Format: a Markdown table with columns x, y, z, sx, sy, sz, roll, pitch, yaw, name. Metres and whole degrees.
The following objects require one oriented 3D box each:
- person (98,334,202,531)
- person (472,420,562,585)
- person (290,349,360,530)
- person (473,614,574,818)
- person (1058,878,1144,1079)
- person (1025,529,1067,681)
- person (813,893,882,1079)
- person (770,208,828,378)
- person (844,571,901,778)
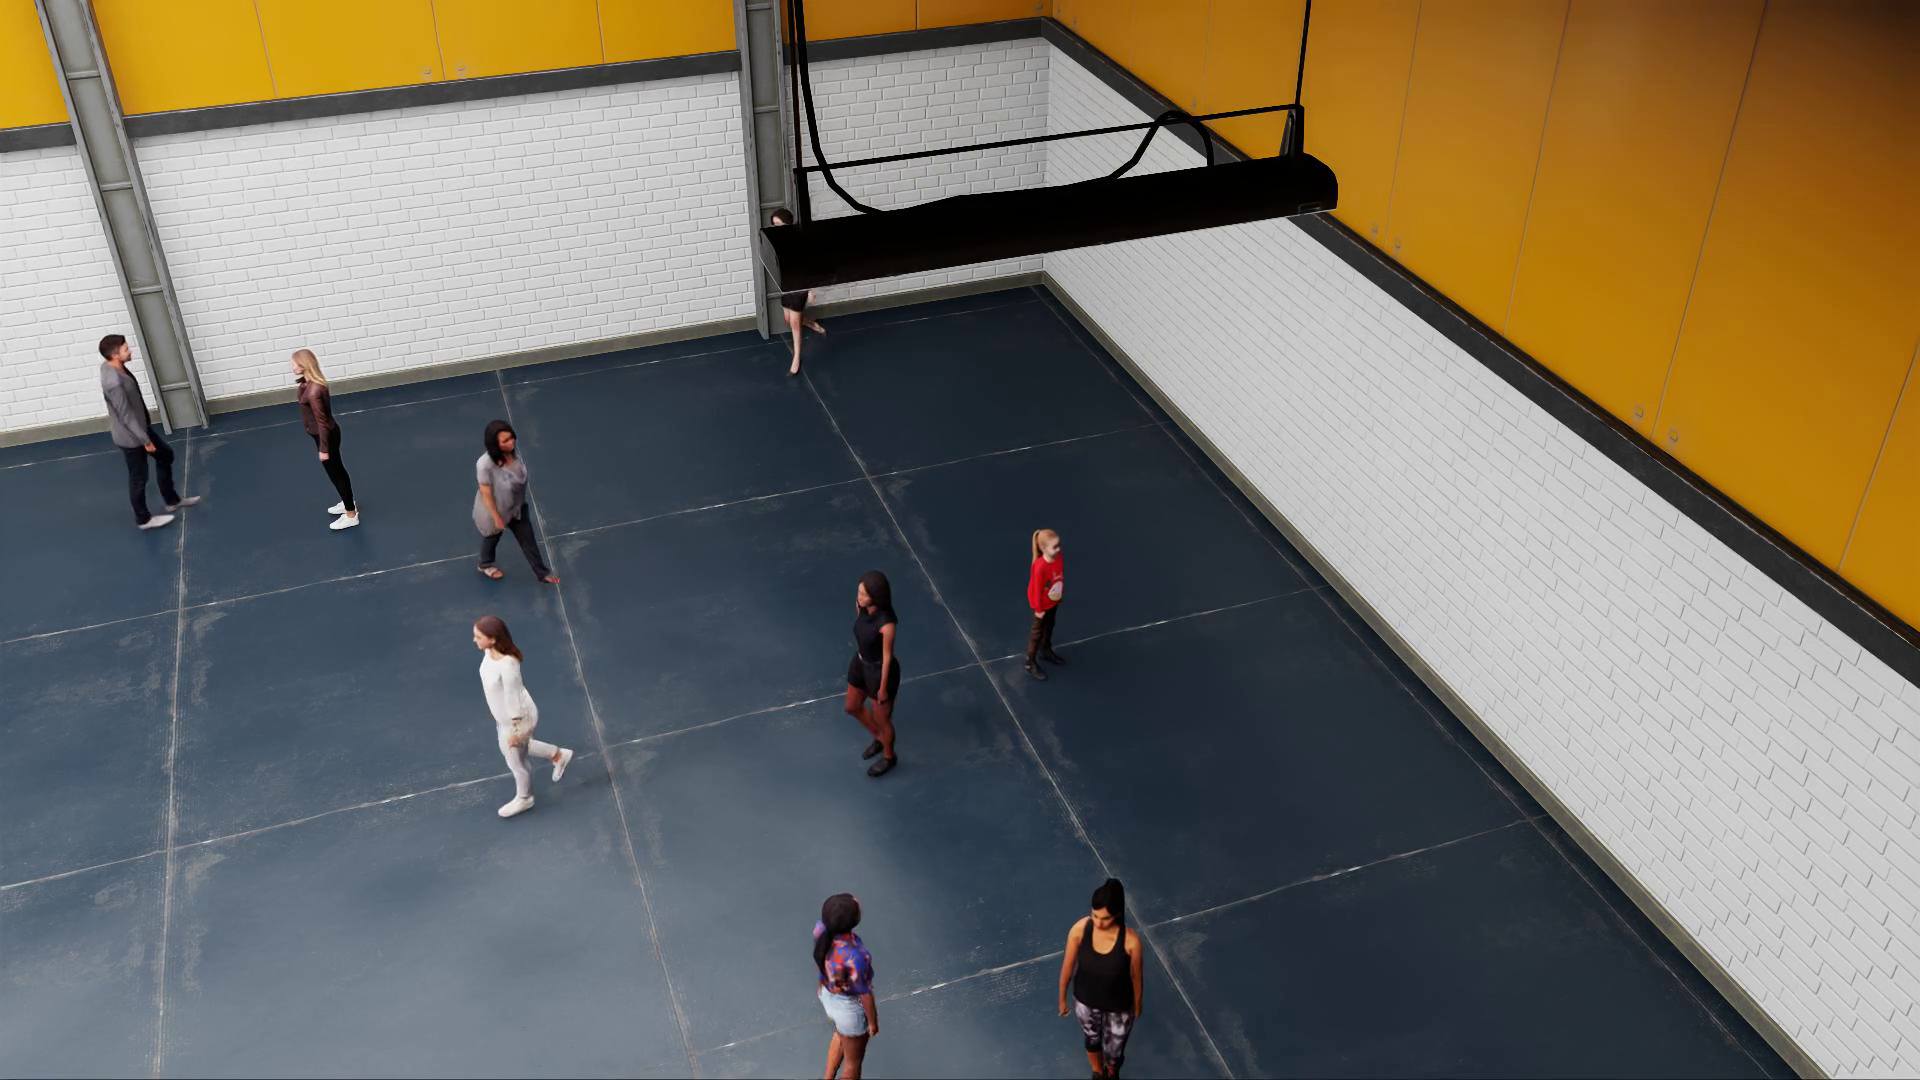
| x | y | z | sx | sy | sz | roll | pitch | yaw | name |
| --- | --- | --- | --- | --- | --- | --- | --- | --- | --- |
| -7.228 | -0.904 | 14.359 | 0.810 | 1.853 | 0.758 | -15 | 36 | -21 | person |
| -3.835 | -0.311 | 13.732 | 1.098 | 1.559 | 1.064 | 16 | 37 | 23 | person |
| -5.514 | -0.891 | 14.474 | 0.492 | 1.703 | 0.609 | -10 | 35 | -15 | person |
| -2.990 | 1.170 | 11.400 | 0.907 | 1.674 | 0.728 | -20 | 38 | -27 | person |
| 0.833 | 2.511 | 9.392 | 0.685 | 1.664 | 0.768 | 10 | 35 | 15 | person |
| 0.657 | 0.470 | 12.809 | 0.633 | 1.281 | 0.550 | 23 | 40 | 30 | person |
| -0.703 | 2.621 | 9.167 | 0.735 | 1.730 | 0.698 | -26 | 42 | -33 | person |
| -1.615 | -2.553 | 16.912 | 0.930 | 1.774 | 1.086 | 23 | 40 | 31 | person |
| -0.511 | 0.915 | 11.736 | 0.671 | 1.727 | 0.668 | -21 | 39 | -28 | person |
